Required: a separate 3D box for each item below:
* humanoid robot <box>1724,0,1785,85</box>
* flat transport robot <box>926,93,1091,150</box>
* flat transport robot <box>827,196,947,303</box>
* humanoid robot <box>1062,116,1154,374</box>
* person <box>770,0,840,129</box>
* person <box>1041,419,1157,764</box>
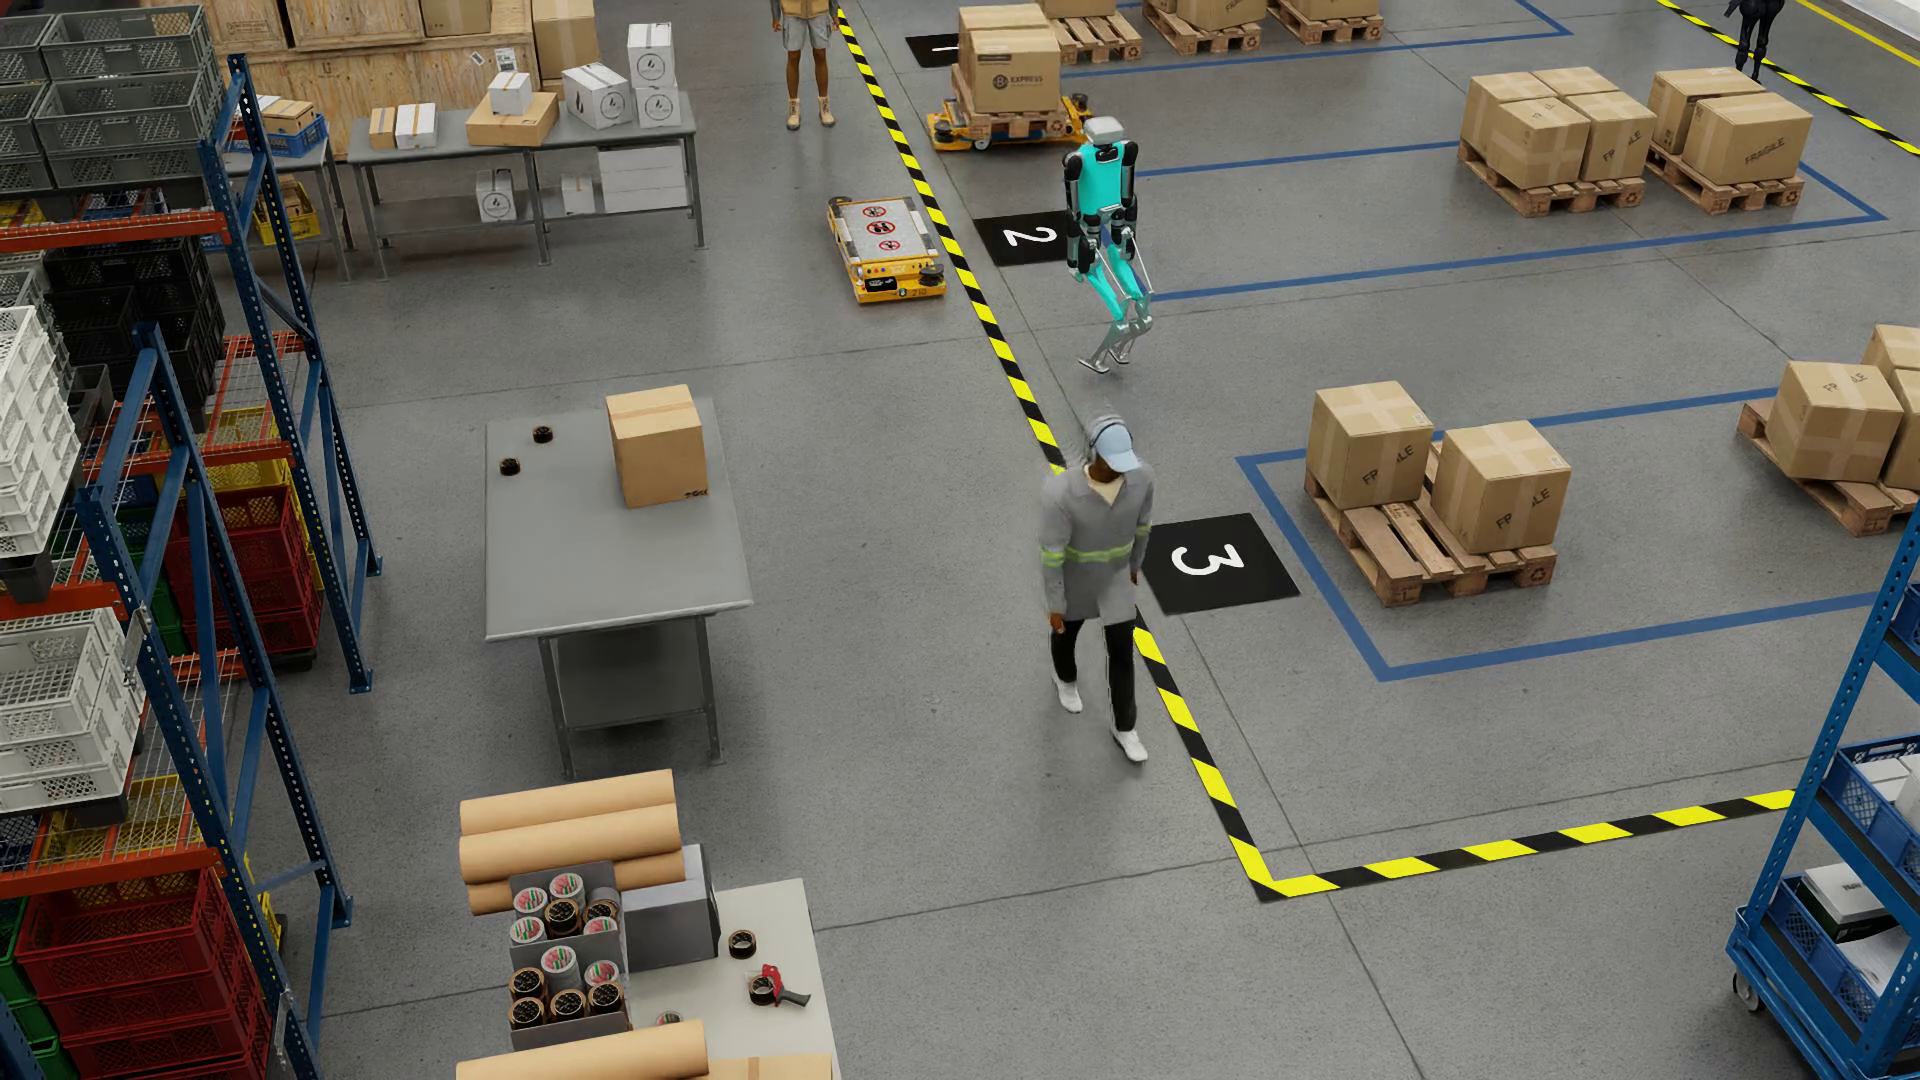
[{"bbox_3d":[7.197,-4.894,14.937,0.599,1.659,0.315,-15,39,-19],"label":"humanoid robot"},{"bbox_3d":[0.453,-3.637,14.418,1.431,0.197,0.652,-5,37,-7],"label":"flat transport robot"},{"bbox_3d":[-0.570,-2.220,12.538,0.659,0.231,1.431,-8,37,-10],"label":"flat transport robot"},{"bbox_3d":[1.009,-1.818,10.654,0.533,1.677,0.735,-19,41,-23],"label":"humanoid robot"},{"bbox_3d":[-1.311,-4.514,14.133,0.606,2.048,0.365,-6,37,-8],"label":"person"},{"bbox_3d":[0.674,0.236,7.940,0.600,1.815,0.887,-9,38,-12],"label":"person"}]
